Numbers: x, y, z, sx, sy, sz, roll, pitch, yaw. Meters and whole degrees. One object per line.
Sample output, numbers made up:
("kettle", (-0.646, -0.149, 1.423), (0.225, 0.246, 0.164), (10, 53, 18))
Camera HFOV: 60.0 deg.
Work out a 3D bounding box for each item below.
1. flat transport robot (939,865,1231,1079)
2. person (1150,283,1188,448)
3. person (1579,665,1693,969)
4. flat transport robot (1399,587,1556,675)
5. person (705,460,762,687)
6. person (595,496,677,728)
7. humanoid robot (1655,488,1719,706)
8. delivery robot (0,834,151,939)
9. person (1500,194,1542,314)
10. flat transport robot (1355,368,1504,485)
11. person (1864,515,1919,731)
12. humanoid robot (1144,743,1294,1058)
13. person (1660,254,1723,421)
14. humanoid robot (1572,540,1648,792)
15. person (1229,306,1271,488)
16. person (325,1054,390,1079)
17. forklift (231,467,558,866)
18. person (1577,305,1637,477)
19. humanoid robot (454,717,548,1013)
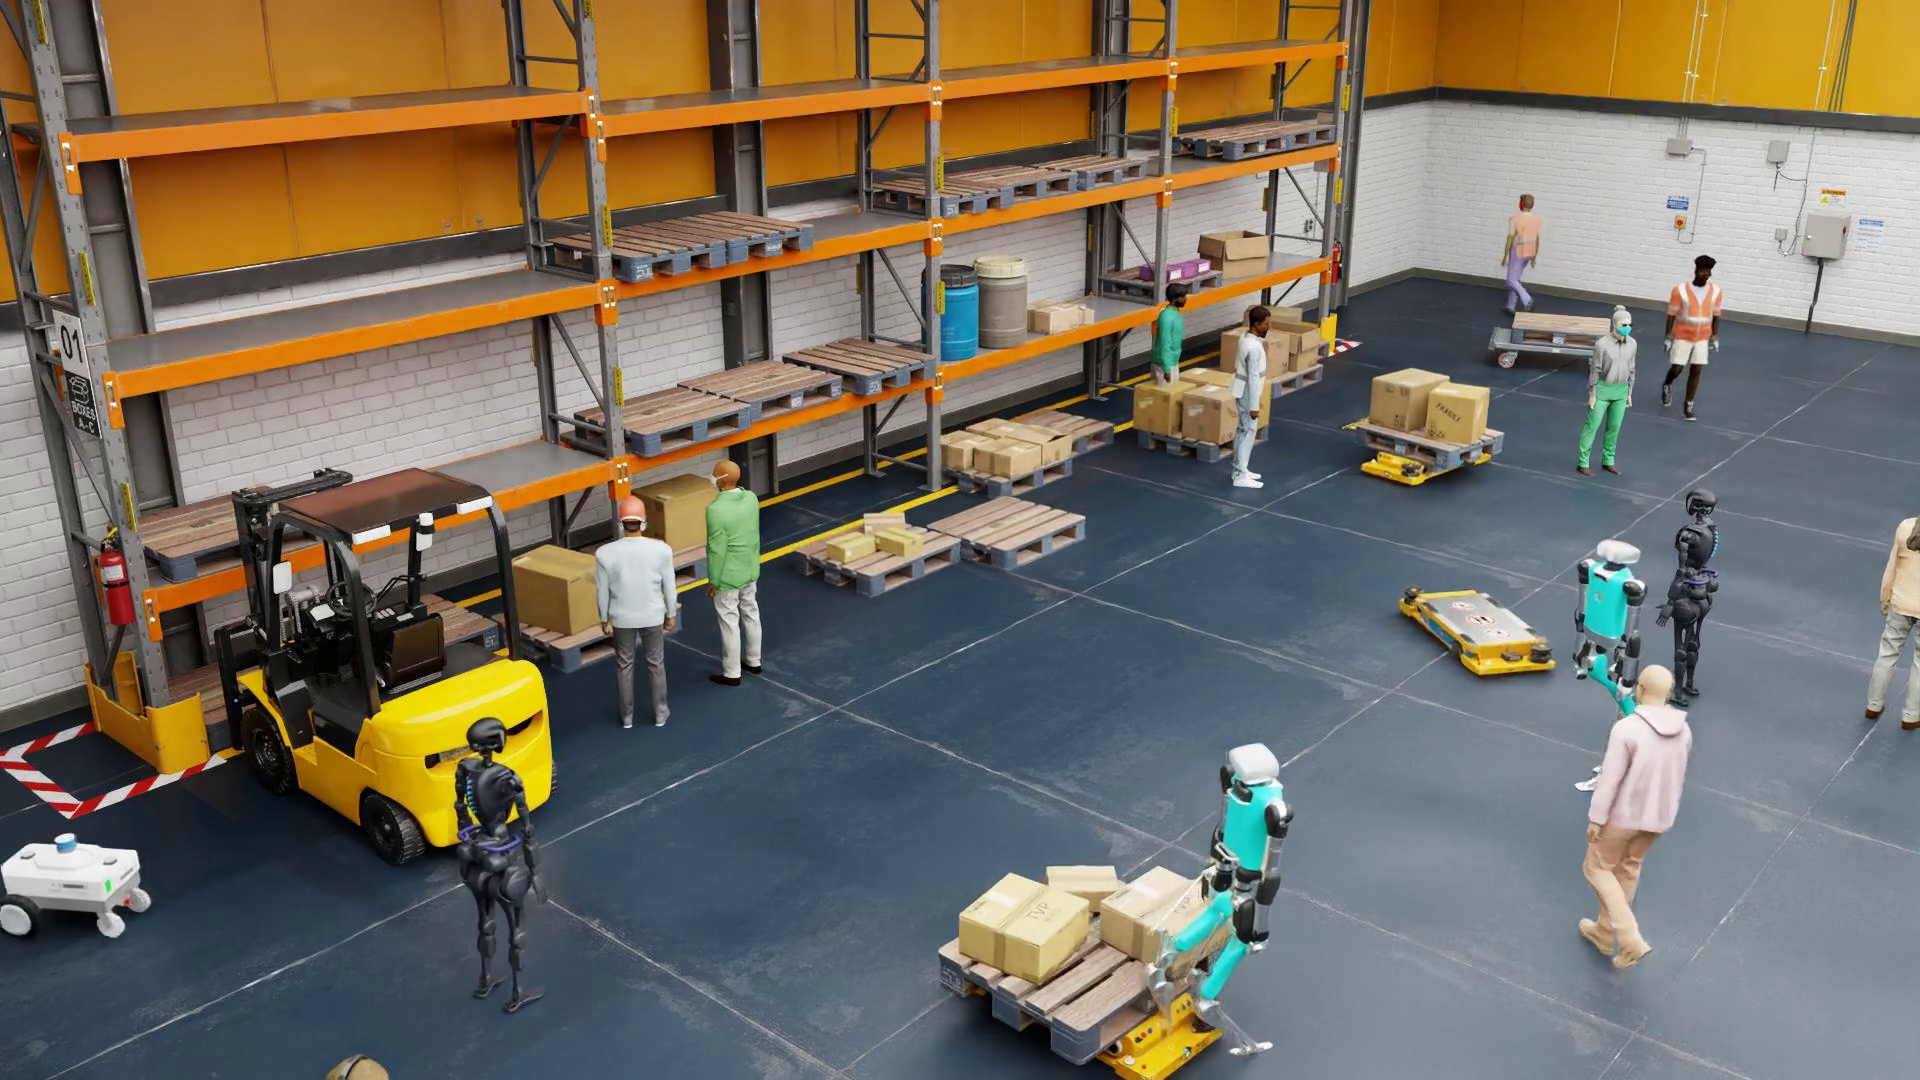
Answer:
("flat transport robot", (0.652, 2.432, 8.962), (1.431, 0.231, 0.659), (19, 27, 41))
("person", (2.315, -1.963, 18.603), (0.399, 1.841, 0.506), (8, 22, 19))
("person", (3.742, 1.559, 9.183), (0.562, 1.752, 0.584), (-5, 21, -14))
("flat transport robot", (4.207, 0.722, 13.595), (0.659, 0.231, 1.431), (-4, 21, -10))
("person", (-1.732, 0.245, 12.699), (0.384, 1.784, 0.550), (13, 24, 32))
("person", (-2.324, 0.523, 12.009), (0.571, 1.740, 0.352), (-4, 21, -10))
("humanoid robot", (5.424, 0.413, 12.378), (0.599, 1.657, 0.315), (-19, 27, -41))
("delivery robot", (-5.211, 2.008, 9.724), (0.790, 0.613, 0.499), (2, 20, 7))
("person", (8.390, -4.226, 24.762), (0.572, 1.816, 0.739), (-10, 23, -26))
("flat transport robot", (5.042, -0.888, 17.957), (1.431, 0.231, 0.659), (-16, 26, -37))
("person", (6.910, 0.479, 11.958), (0.564, 1.869, 0.392), (18, 27, 40))
("humanoid robot", (1.209, 1.897, 8.332), (0.863, 1.790, 0.549), (-8, 22, -21))
("person", (8.646, -2.413, 19.667), (0.616, 1.943, 0.648), (0, 20, 1))
("humanoid robot", (4.499, 0.820, 11.208), (0.784, 1.774, 0.531), (-9, 22, -23))
("person", (2.987, -1.482, 17.207), (0.399, 1.909, 0.597), (0, 20, 0))
("person", (-2.048, 2.661, 5.935), (0.373, 1.939, 0.629), (2, 20, 4))
("forklift", (-3.730, 0.710, 10.856), (2.313, 2.155, 1.214), (17, 26, 38))
("person", (6.862, -1.572, 17.559), (0.512, 1.835, 0.343), (-4, 21, -11))
("humanoid robot", (-2.481, 1.708, 8.886), (0.603, 1.655, 0.313), (13, 24, 31))
